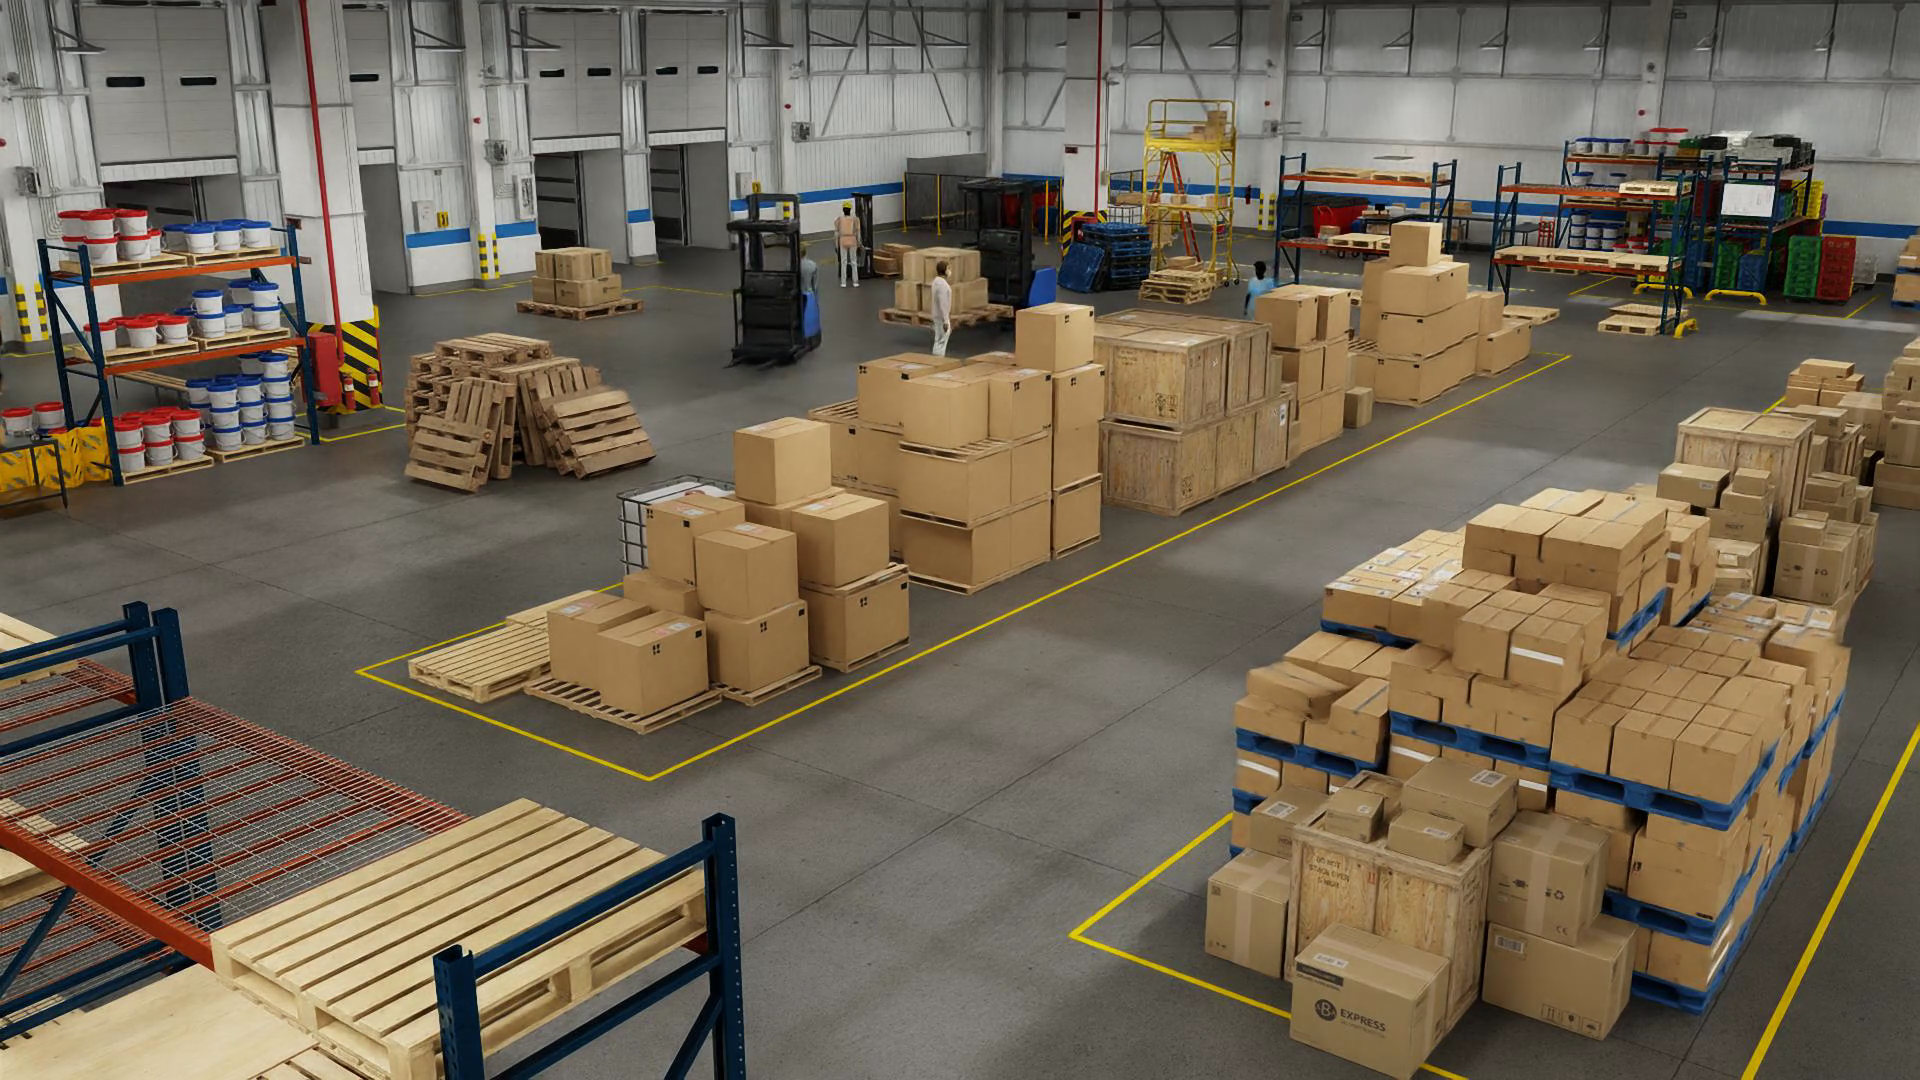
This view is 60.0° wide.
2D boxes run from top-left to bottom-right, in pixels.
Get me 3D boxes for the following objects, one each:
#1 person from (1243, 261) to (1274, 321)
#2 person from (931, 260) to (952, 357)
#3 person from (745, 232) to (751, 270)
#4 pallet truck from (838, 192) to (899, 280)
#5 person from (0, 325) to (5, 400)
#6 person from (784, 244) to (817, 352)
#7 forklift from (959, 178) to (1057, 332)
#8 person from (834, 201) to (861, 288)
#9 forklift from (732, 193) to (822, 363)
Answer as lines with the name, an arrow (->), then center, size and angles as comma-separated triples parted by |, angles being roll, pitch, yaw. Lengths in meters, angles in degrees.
person -> 5.198, -4.056, 29.248 | 0.727, 1.665, 0.555 | -14, 22, -40
person -> -0.283, -3.635, 27.415 | 0.372, 1.940, 0.630 | -3, 17, -9
person -> -4.069, -5.253, 32.788 | 0.359, 1.930, 0.586 | 11, 20, 33
pallet truck -> -1.936, -7.159, 38.982 | 1.885, 1.965, 0.823 | -12, 21, -34
person -> -15.060, -2.971, 25.637 | 0.557, 1.676, 0.505 | -7, 18, -22
person -> -2.838, -4.310, 29.675 | 0.634, 1.930, 0.384 | -9, 19, -28
forklift -> 0.989, -5.591, 32.289 | 1.129, 2.768, 1.873 | 12, 21, 35
person -> -2.524, -6.642, 37.408 | 0.584, 1.917, 0.384 | -1, 17, -4
forklift -> -3.214, -4.669, 29.235 | 1.129, 2.768, 1.873 | 4, 17, 12
